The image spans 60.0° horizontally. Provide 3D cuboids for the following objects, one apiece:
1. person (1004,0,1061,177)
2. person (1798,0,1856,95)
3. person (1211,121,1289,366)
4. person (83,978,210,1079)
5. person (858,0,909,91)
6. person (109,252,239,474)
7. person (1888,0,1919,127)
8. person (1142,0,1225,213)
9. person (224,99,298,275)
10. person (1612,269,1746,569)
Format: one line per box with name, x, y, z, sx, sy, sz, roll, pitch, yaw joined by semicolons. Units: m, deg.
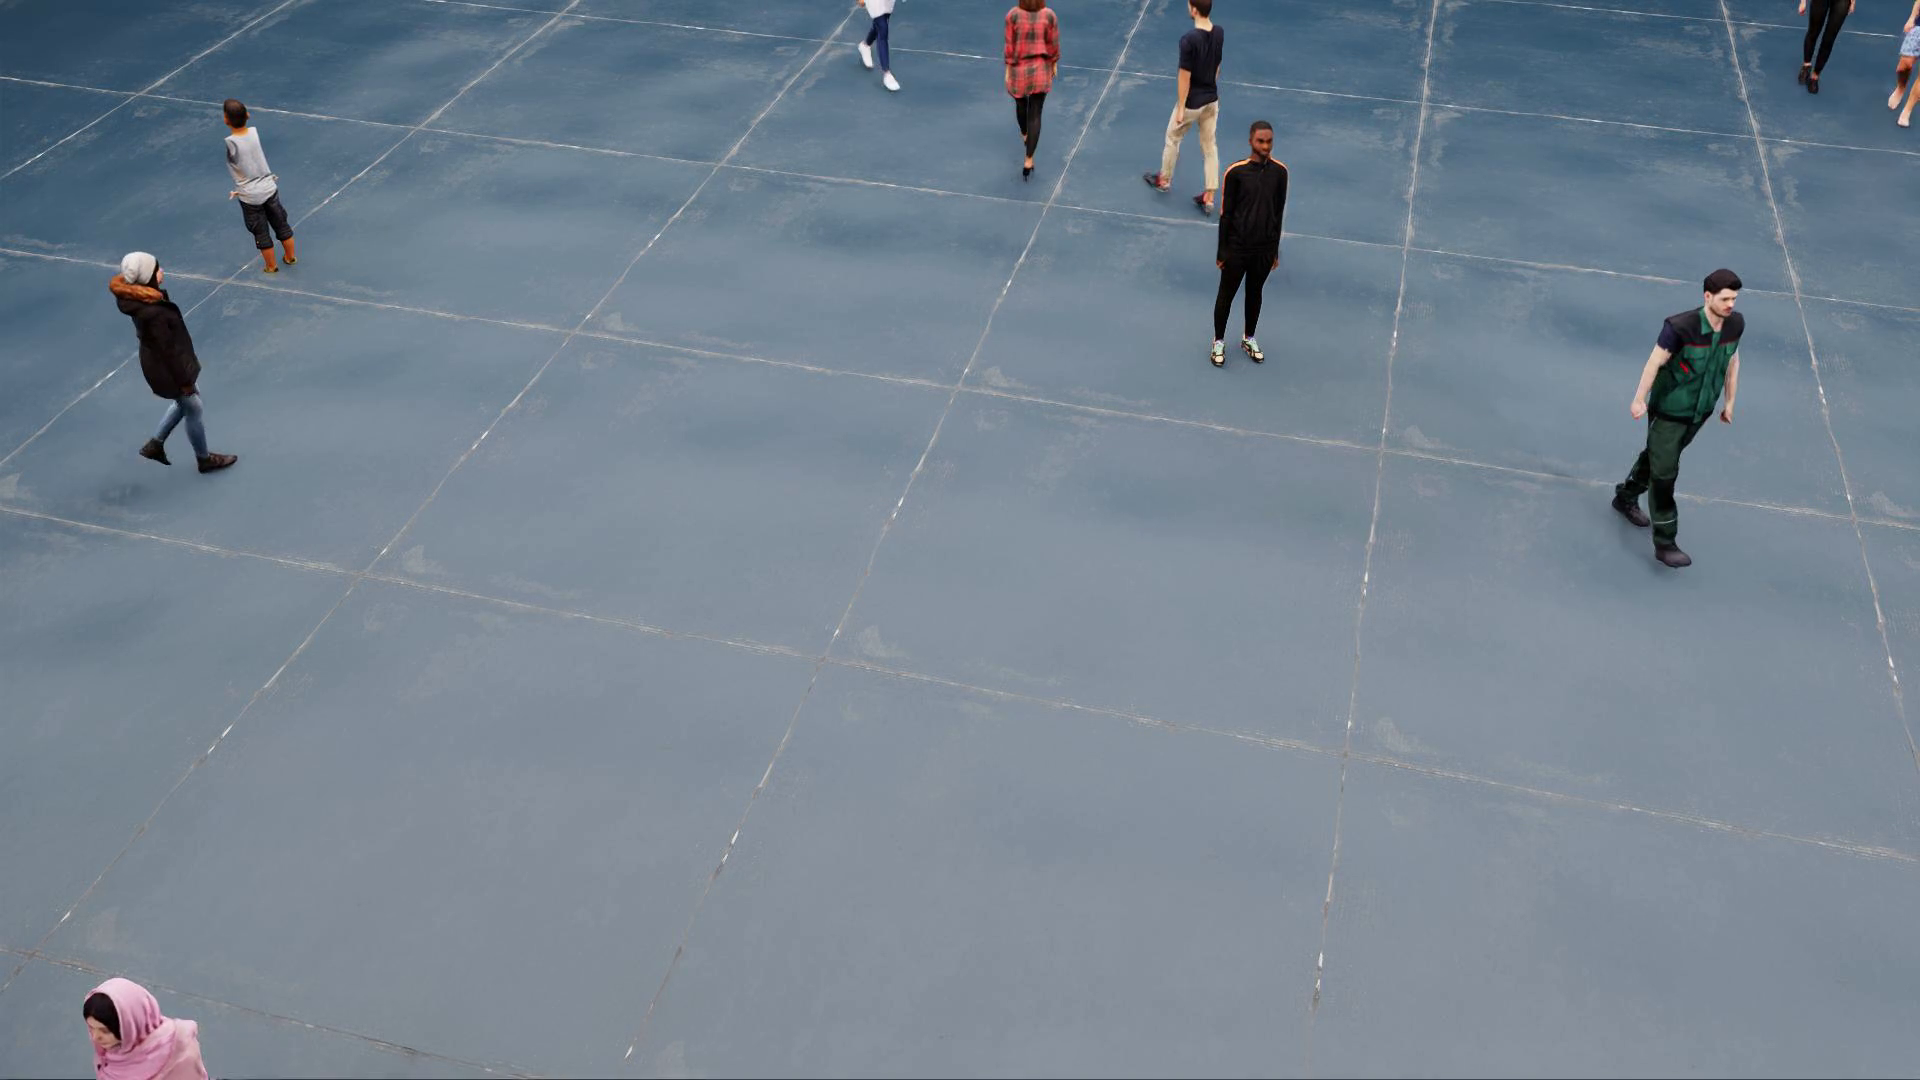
person;0.598;-3.943;14.255;0.738;1.652;1.139;4;38;5
person;8.281;-5.168;15.792;0.727;1.689;0.961;16;41;20
person;2.042;-2.101;11.774;0.693;1.808;0.672;-5;38;-7
person;-3.004;2.182;6.448;0.706;1.626;0.750;16;41;19
person;-0.800;-5.251;15.856;1.111;1.741;1.171;-20;42;-24
person;-5.129;-1.089;10.632;0.921;1.623;0.846;-24;44;-28
person;8.847;-4.702;15.079;0.734;1.833;0.813;19;42;22
person;2.002;-3.542;13.605;1.073;1.822;1.106;-22;43;-26
person;-5.487;-2.786;12.936;0.706;1.456;0.552;24;44;28
person;4.321;-0.848;10.124;1.066;1.869;1.215;-11;39;-14
